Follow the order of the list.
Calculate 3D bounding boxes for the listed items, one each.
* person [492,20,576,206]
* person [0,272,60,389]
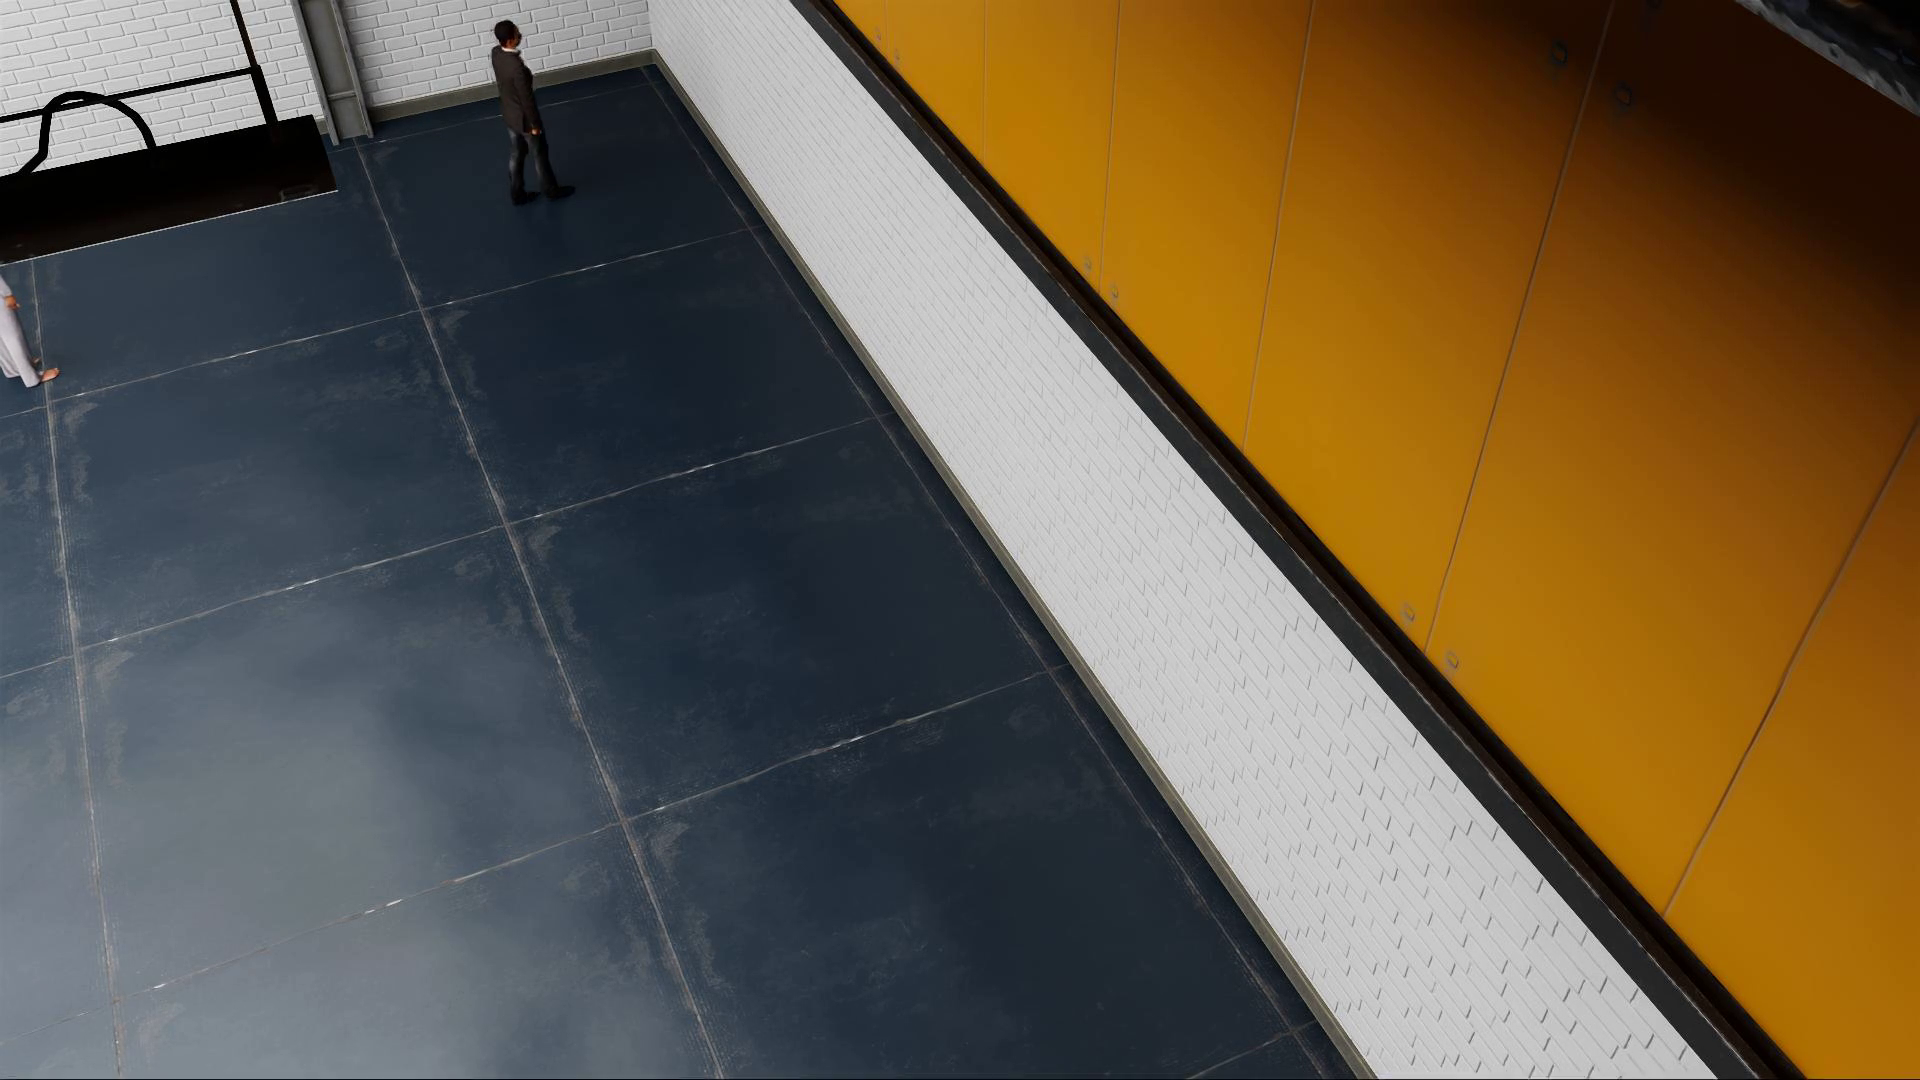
[{"bbox_3d":[-3.956,-3.845,14.992,0.833,1.795,0.920,30,51,28],"label":"person"},{"bbox_3d":[-7.670,-1.982,13.077,0.718,1.739,0.729,24,48,23],"label":"person"}]
